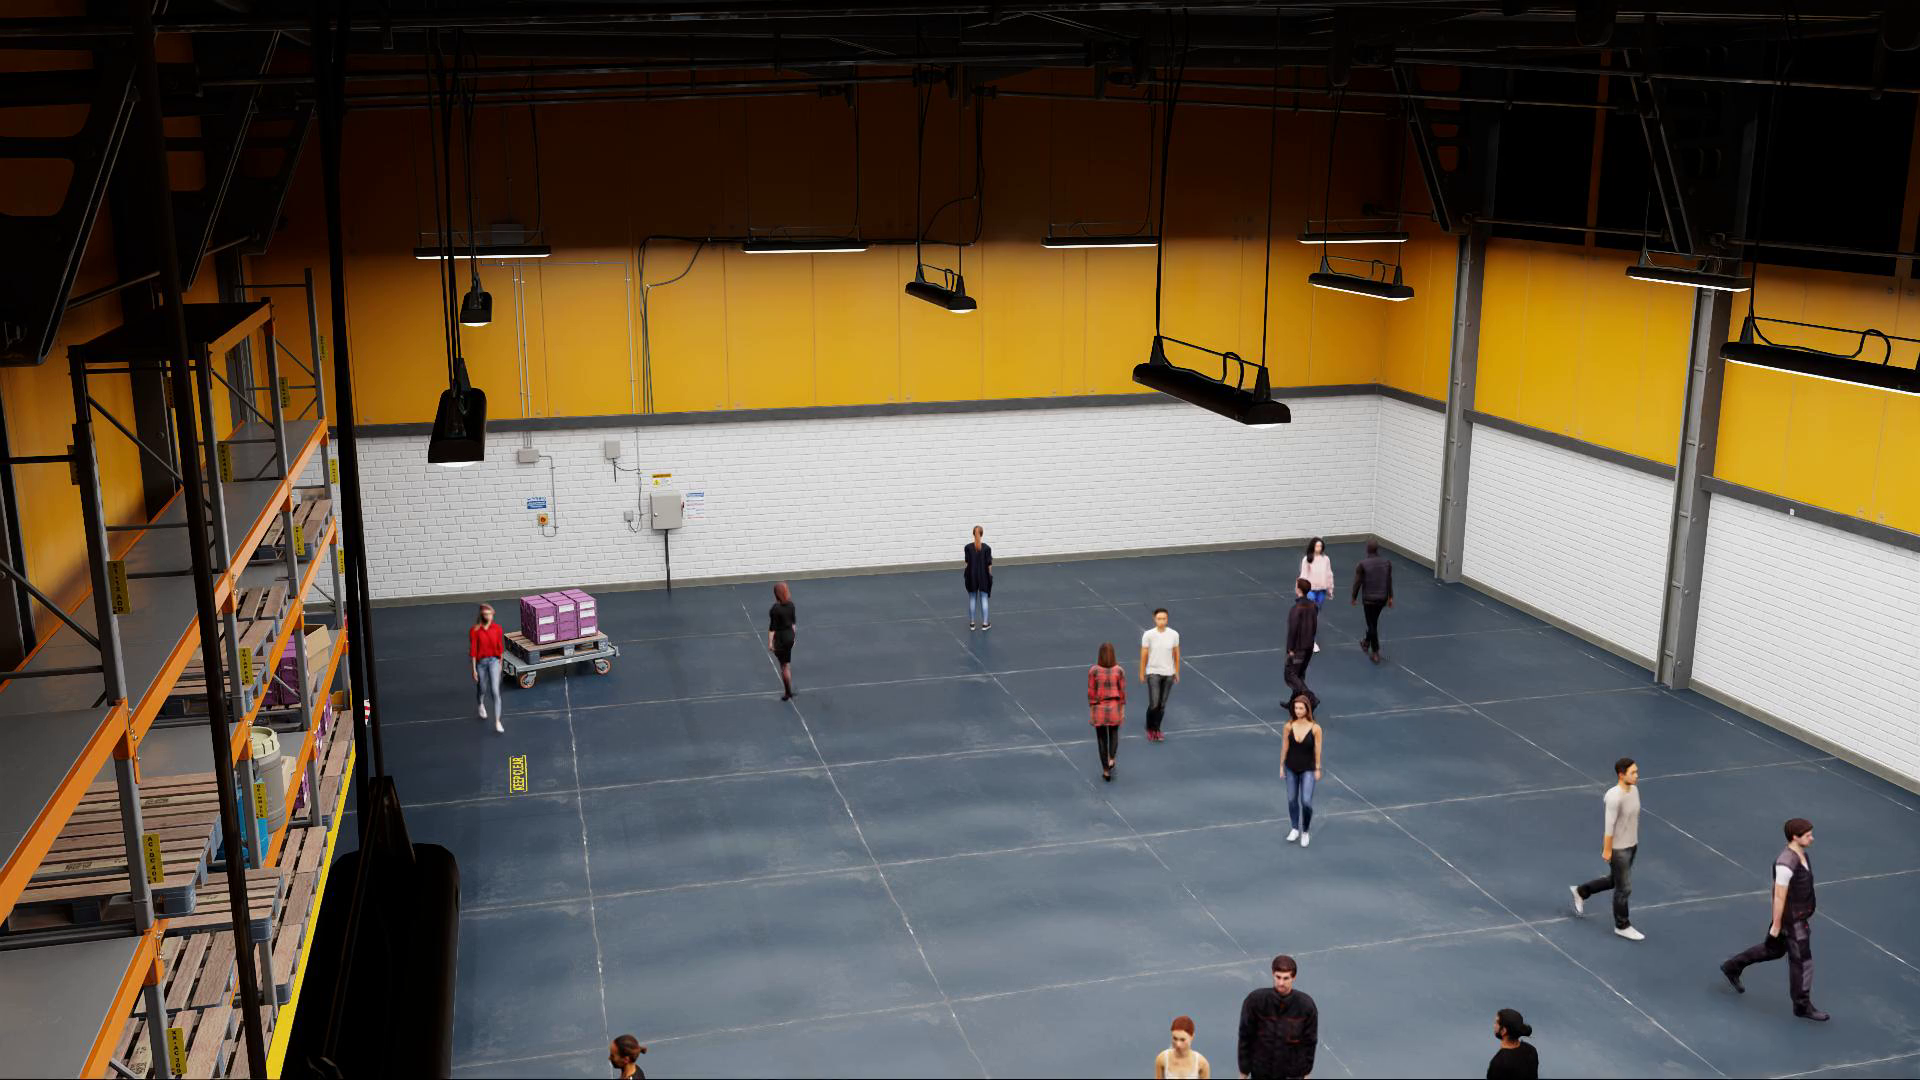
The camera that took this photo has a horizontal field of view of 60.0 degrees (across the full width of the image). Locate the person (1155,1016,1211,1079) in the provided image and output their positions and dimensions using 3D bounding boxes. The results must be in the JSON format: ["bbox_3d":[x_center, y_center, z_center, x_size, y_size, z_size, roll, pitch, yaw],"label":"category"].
[{"bbox_3d":[1.583,4.107,11.857,0.673,1.630,0.737,1,14,5],"label":"person"}]

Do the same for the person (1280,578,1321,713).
[{"bbox_3d":[4.592,1.461,22.225,0.940,1.893,1.144,-10,17,-36],"label":"person"}]

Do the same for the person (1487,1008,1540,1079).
[{"bbox_3d":[3.887,4.125,11.552,0.793,1.738,0.891,-9,16,-34],"label":"person"}]

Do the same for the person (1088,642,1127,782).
[{"bbox_3d":[1.766,2.095,20.056,0.729,1.681,0.838,0,14,-1],"label":"person"}]

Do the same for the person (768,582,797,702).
[{"bbox_3d":[-2.352,1.417,22.825,0.748,1.697,0.702,10,17,36],"label":"person"}]

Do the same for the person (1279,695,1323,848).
[{"bbox_3d":[3.781,2.502,18.316,0.716,1.709,0.775,7,15,28],"label":"person"}]

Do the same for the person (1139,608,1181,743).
[{"bbox_3d":[2.553,1.707,21.442,0.625,1.784,0.646,-3,14,-11],"label":"person"}]

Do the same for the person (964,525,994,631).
[{"bbox_3d":[0.288,0.589,26.273,0.712,1.683,0.706,2,14,10],"label":"person"}]

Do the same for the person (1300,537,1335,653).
[{"bbox_3d":[5.370,0.792,25.308,0.649,1.743,0.934,-3,14,-14],"label":"person"}]

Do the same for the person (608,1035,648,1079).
[{"bbox_3d":[-2.239,4.176,11.492,0.647,1.668,0.467,-3,14,-12],"label":"person"}]

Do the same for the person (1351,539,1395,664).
[{"bbox_3d":[6.163,0.929,24.633,0.772,1.794,1.040,-2,14,-7],"label":"person"}]

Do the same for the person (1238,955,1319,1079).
[{"bbox_3d":[2.366,3.893,12.370,1.031,1.804,1.175,4,14,16],"label":"person"}]

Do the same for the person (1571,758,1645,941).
[{"bbox_3d":[6.355,2.965,16.229,0.949,1.792,1.136,-12,18,-41],"label":"person"}]

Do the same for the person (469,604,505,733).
[{"bbox_3d":[-6.252,1.657,21.887,0.785,1.672,1.167,-7,15,-27],"label":"person"}]

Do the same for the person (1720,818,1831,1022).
[{"bbox_3d":[7.257,3.311,14.745,1.226,1.818,1.122,9,16,33],"label":"person"}]
